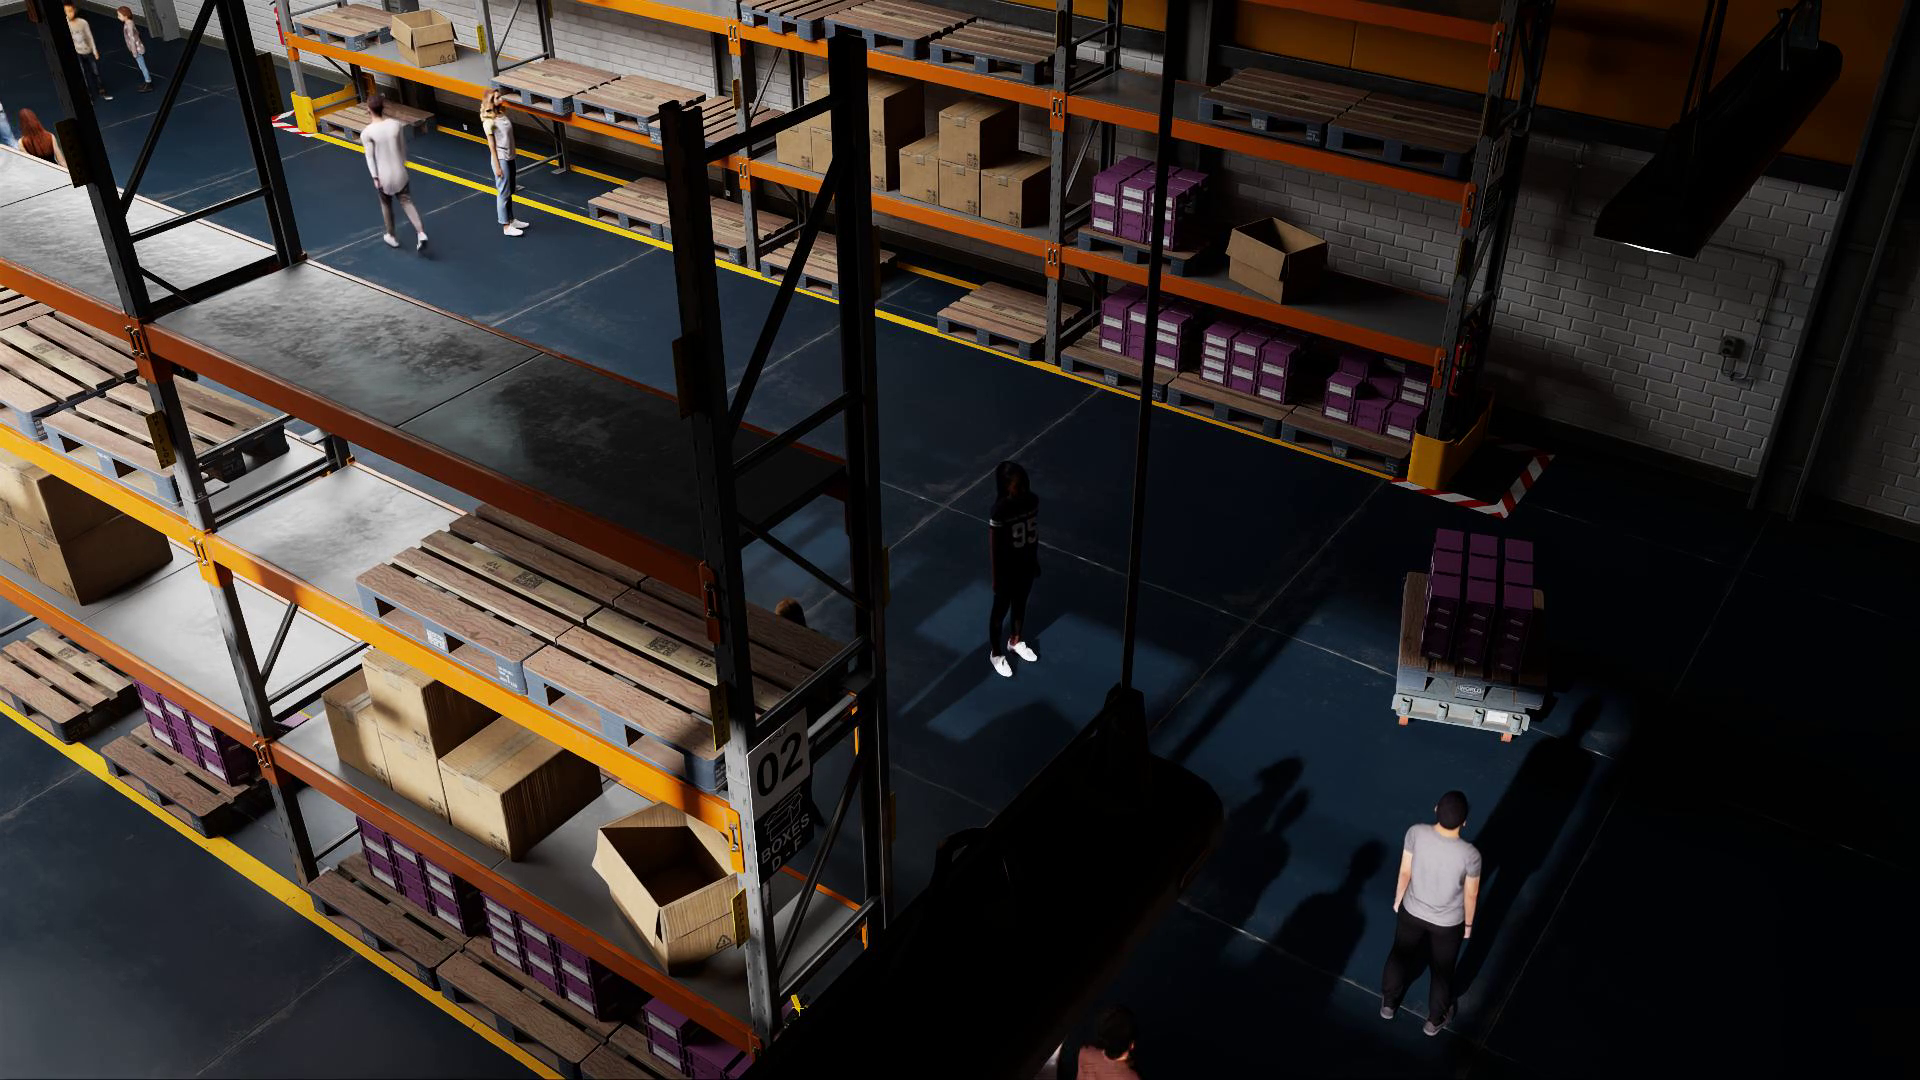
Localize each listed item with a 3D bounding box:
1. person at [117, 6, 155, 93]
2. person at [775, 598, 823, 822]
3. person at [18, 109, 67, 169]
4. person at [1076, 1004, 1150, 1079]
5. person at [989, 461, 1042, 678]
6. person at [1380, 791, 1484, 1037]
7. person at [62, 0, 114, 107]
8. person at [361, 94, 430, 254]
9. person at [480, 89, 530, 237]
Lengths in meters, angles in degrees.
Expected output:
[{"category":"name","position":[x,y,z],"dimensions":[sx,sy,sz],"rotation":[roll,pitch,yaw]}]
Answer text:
[{"category":"person","position":[-11.732,-7.010,23.698],"dimensions":[0.606,1.193,0.517],"rotation":[-14,36,-20]},{"category":"person","position":[-1.082,1.143,10.846],"dimensions":[0.682,1.843,0.673],"rotation":[-19,38,-26]},{"category":"person","position":[-10.232,-4.004,18.695],"dimensions":[0.619,1.726,0.602],"rotation":[-24,41,-32]},{"category":"person","position":[0.707,3.004,8.134],"dimensions":[0.958,1.746,1.122],"rotation":[-24,40,-31]},{"category":"person","position":[0.398,0.194,12.378],"dimensions":[0.666,1.728,0.649],"rotation":[-26,41,-33]},{"category":"person","position":[2.694,2.108,9.473],"dimensions":[0.495,1.755,0.680],"rotation":[19,38,26]},{"category":"person","position":[-12.214,-6.802,23.164],"dimensions":[0.749,1.438,0.867],"rotation":[-20,39,-28]},{"category":"person","position":[-6.381,-4.109,18.771],"dimensions":[0.854,1.816,1.153],"rotation":[-25,41,-32]},{"category":"person","position":[-5.307,-4.385,19.271],"dimensions":[0.723,1.723,0.712],"rotation":[2,34,3]}]
